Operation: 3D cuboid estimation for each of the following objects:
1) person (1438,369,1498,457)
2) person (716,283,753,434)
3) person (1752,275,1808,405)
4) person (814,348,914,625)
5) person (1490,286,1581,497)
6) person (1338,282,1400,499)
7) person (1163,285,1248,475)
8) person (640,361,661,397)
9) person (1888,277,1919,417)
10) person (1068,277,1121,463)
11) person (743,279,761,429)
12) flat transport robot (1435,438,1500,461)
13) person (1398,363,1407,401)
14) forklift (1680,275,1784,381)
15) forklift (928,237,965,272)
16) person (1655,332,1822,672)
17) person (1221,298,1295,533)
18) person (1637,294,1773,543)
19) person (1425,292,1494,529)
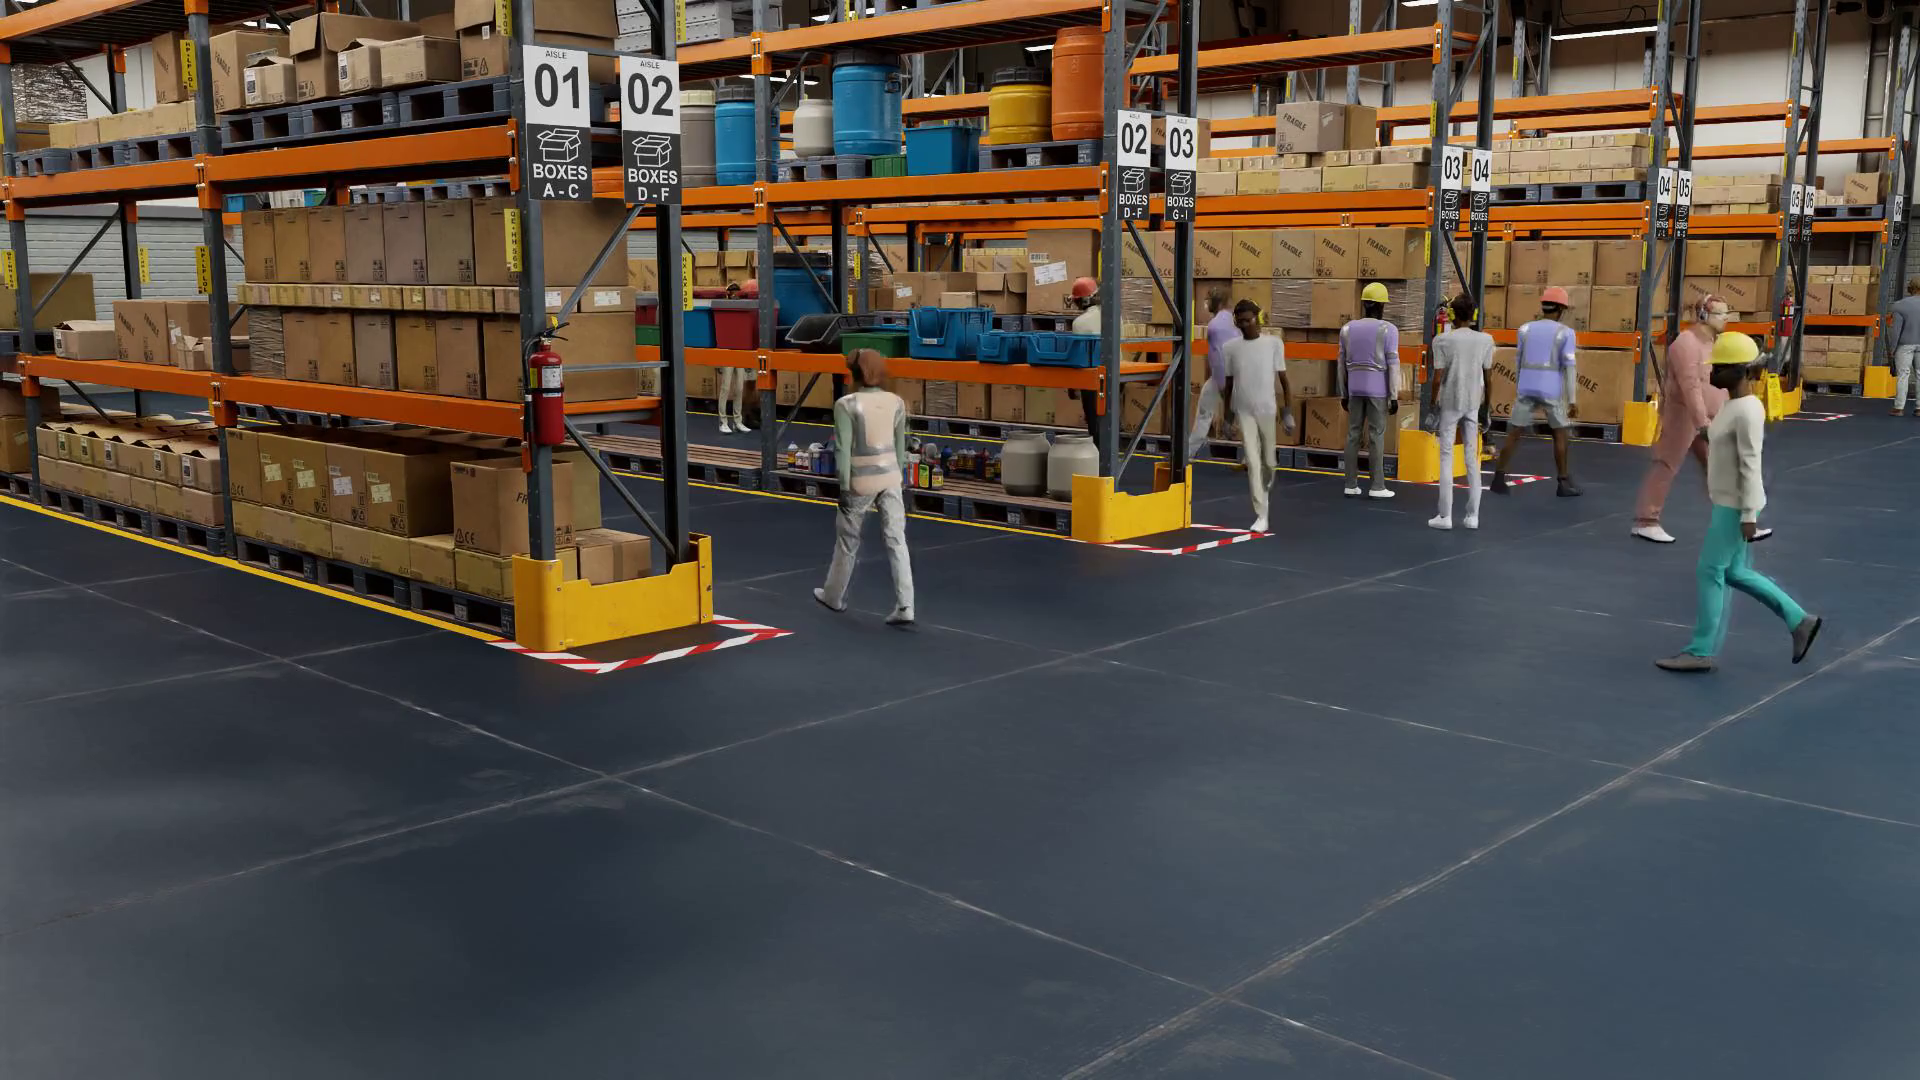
[{"bbox_3d":[5.501,-1.687,17.901,0.538,1.657,0.852,-8,12,-40],"label":"person"},{"bbox_3d":[-2.832,-2.269,20.826,0.528,1.867,0.313,-9,13,-43],"label":"person"},{"bbox_3d":[12.187,-2.975,24.841,0.640,1.979,1.101,-7,12,-36],"label":"person"},{"bbox_3d":[-0.540,-0.317,9.677,0.536,1.589,0.885,-7,12,-37],"label":"person"},{"bbox_3d":[5.321,-1.358,15.177,0.652,1.909,0.487,8,12,40],"label":"person"},{"bbox_3d":[3.676,-1.337,14.928,0.590,1.927,0.367,8,12,42],"label":"person"},{"bbox_3d":[2.568,-1.599,16.671,1.030,1.878,0.625,6,11,31],"label":"person"},{"bbox_3d":[-4.326,-2.599,23.690,0.865,1.576,0.512,8,12,41],"label":"person"},{"bbox_3d":[13.317,-2.701,23.253,0.630,1.940,0.372,2,9,10],"label":"person"},{"bbox_3d":[1.304,-1.591,16.346,0.450,1.969,0.644,9,13,43],"label":"person"},{"bbox_3d":[-2.598,-2.379,21.361,0.479,1.920,0.550,3,10,19],"label":"person"},{"bbox_3d":[5.041,-1.000,18.056,1.431,0.197,0.652,9,13,43],"label":"flat transport robot"},{"bbox_3d":[5.007,-2.068,19.523,0.986,1.896,0.543,6,11,33],"label":"person"},{"bbox_3d":[12.480,-3.427,27.053,1.214,2.155,2.313,9,13,43],"label":"forklift"},{"bbox_3d":[-0.326,-5.817,39.609,1.129,2.768,1.873,9,13,43],"label":"forklift"},{"bbox_3d":[3.998,-0.181,8.423,0.727,1.744,0.530,2,10,14],"label":"person"},{"bbox_3d":[2.375,-1.013,13.262,0.581,1.829,0.748,2,10,13],"label":"person"},{"bbox_3d":[5.514,-0.869,12.276,0.648,1.855,1.010,-7,12,-36],"label":"person"},{"bbox_3d":[3.946,-1.018,13.160,0.533,1.864,0.310,-1,9,-5],"label":"person"}]
